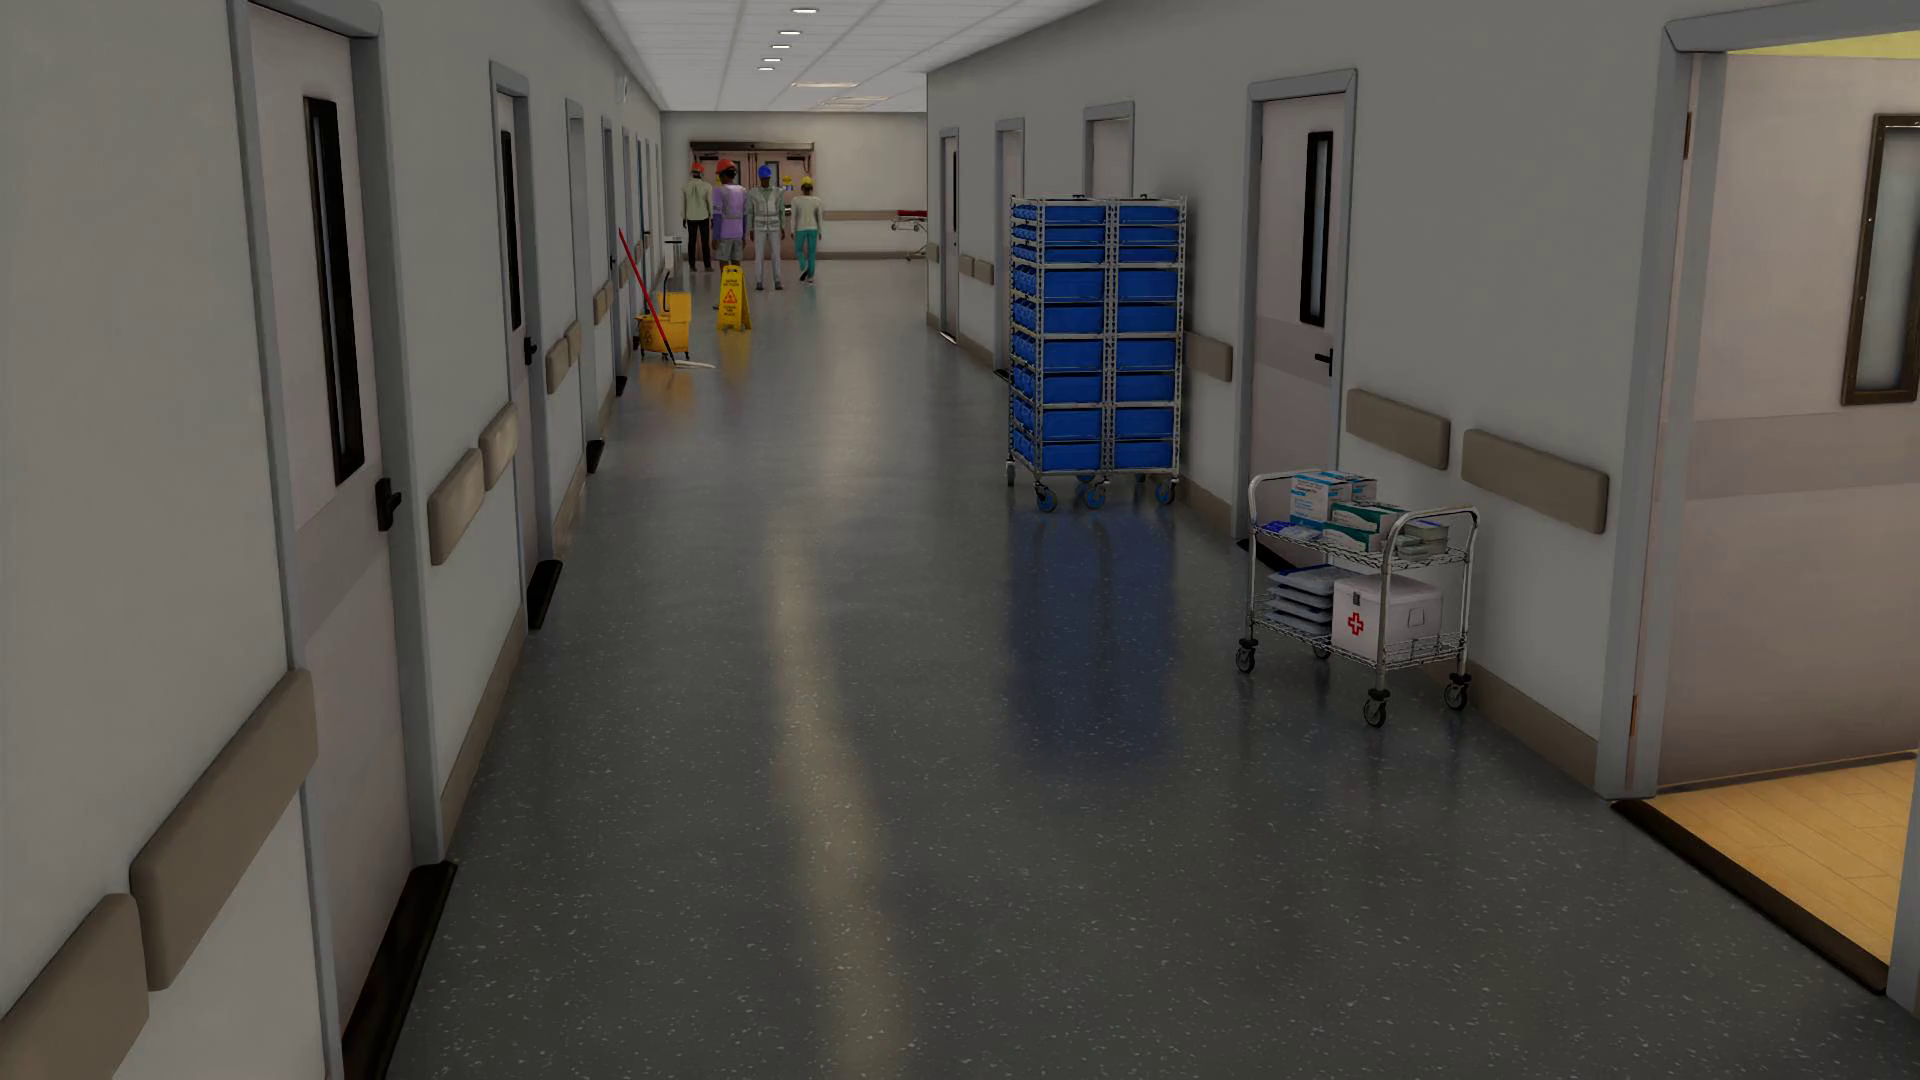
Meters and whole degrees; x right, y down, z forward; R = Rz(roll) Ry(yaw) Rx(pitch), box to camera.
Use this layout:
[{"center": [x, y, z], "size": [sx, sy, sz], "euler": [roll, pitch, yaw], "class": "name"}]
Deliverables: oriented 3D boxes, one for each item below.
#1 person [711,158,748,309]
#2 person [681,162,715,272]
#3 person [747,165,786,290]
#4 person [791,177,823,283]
[{"center": [-3.149, -4.150, 22.611], "size": [0.403, 2.030, 0.612], "euler": [9, 16, 35], "class": "person"}, {"center": [-4.793, -5.907, 30.488], "size": [0.623, 1.989, 0.401], "euler": [2, 13, 7], "class": "person"}, {"center": [-3.040, -4.901, 26.154], "size": [0.605, 1.941, 0.405], "euler": [-3, 13, -12], "class": "person"}, {"center": [-2.564, -5.174, 27.765], "size": [0.551, 1.752, 0.361], "euler": [-3, 13, -15], "class": "person"}]
